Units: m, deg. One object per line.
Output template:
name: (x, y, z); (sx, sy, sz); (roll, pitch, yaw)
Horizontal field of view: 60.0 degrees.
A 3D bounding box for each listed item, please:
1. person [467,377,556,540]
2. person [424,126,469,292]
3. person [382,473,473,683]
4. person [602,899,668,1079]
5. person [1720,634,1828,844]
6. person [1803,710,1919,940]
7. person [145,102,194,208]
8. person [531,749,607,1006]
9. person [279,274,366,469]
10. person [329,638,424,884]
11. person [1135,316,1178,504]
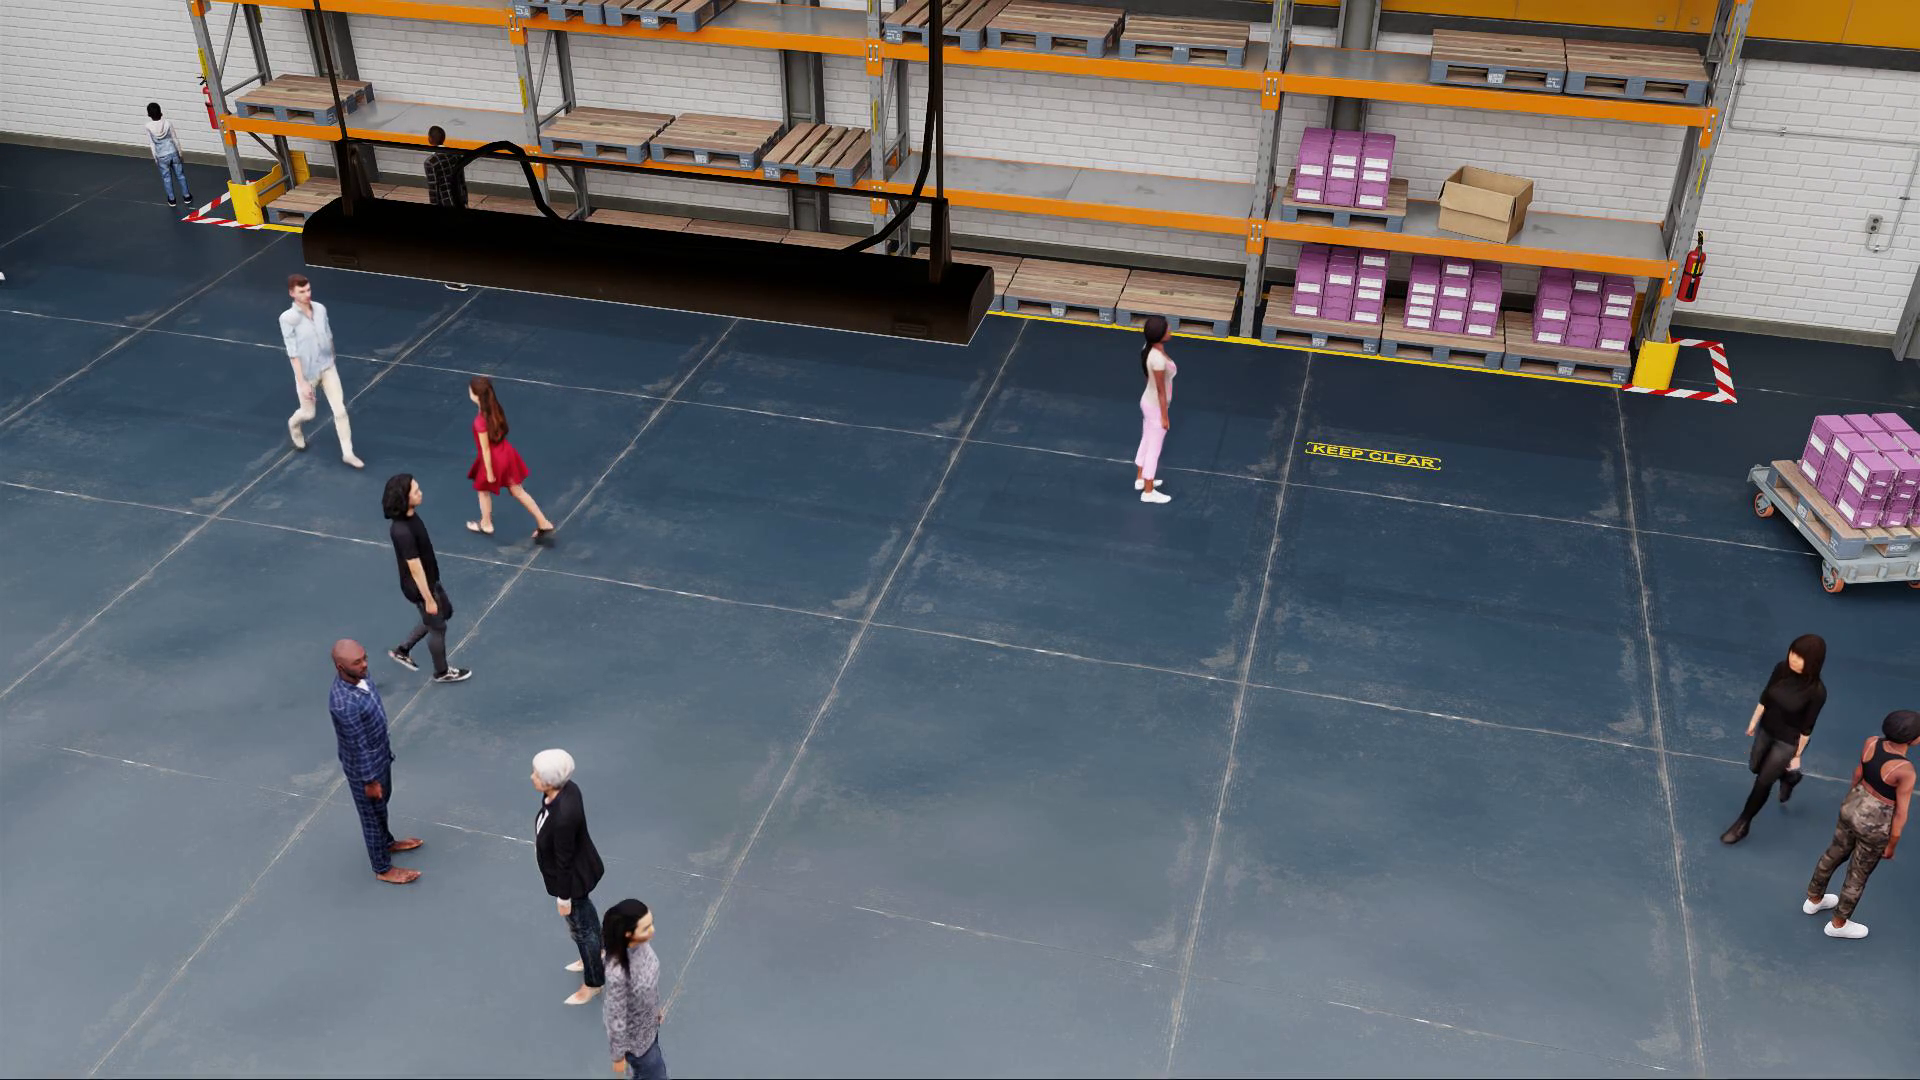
person: (-3.785, -0.645, 13.836); (1.068, 1.523, 0.583); (11, 35, 17)
person: (-5.502, -3.595, 18.006); (0.699, 1.820, 0.737); (22, 39, 29)
person: (-4.006, 0.317, 12.121); (0.931, 1.818, 0.844); (-8, 35, -13)
person: (-1.811, 2.565, 8.831); (0.698, 1.717, 0.688); (5, 34, 8)
person: (5.414, 1.270, 10.863); (1.021, 1.624, 0.921); (-14, 36, -20)
person: (5.528, 1.708, 10.134); (0.674, 1.700, 0.660); (-7, 34, -11)
person: (-9.618, -4.682, 20.146); (0.566, 1.260, 0.630); (-16, 37, -23)
person: (-2.258, 1.943, 9.573); (0.740, 1.780, 0.819); (-7, 34, -10)
person: (-5.835, -1.525, 14.888); (1.217, 1.823, 0.931); (22, 40, 30)
person: (-3.751, 1.375, 10.530); (0.743, 1.818, 0.744); (-5, 34, -7)
person: (1.671, -1.138, 14.380); (0.650, 1.741, 0.648); (-5, 34, -7)
